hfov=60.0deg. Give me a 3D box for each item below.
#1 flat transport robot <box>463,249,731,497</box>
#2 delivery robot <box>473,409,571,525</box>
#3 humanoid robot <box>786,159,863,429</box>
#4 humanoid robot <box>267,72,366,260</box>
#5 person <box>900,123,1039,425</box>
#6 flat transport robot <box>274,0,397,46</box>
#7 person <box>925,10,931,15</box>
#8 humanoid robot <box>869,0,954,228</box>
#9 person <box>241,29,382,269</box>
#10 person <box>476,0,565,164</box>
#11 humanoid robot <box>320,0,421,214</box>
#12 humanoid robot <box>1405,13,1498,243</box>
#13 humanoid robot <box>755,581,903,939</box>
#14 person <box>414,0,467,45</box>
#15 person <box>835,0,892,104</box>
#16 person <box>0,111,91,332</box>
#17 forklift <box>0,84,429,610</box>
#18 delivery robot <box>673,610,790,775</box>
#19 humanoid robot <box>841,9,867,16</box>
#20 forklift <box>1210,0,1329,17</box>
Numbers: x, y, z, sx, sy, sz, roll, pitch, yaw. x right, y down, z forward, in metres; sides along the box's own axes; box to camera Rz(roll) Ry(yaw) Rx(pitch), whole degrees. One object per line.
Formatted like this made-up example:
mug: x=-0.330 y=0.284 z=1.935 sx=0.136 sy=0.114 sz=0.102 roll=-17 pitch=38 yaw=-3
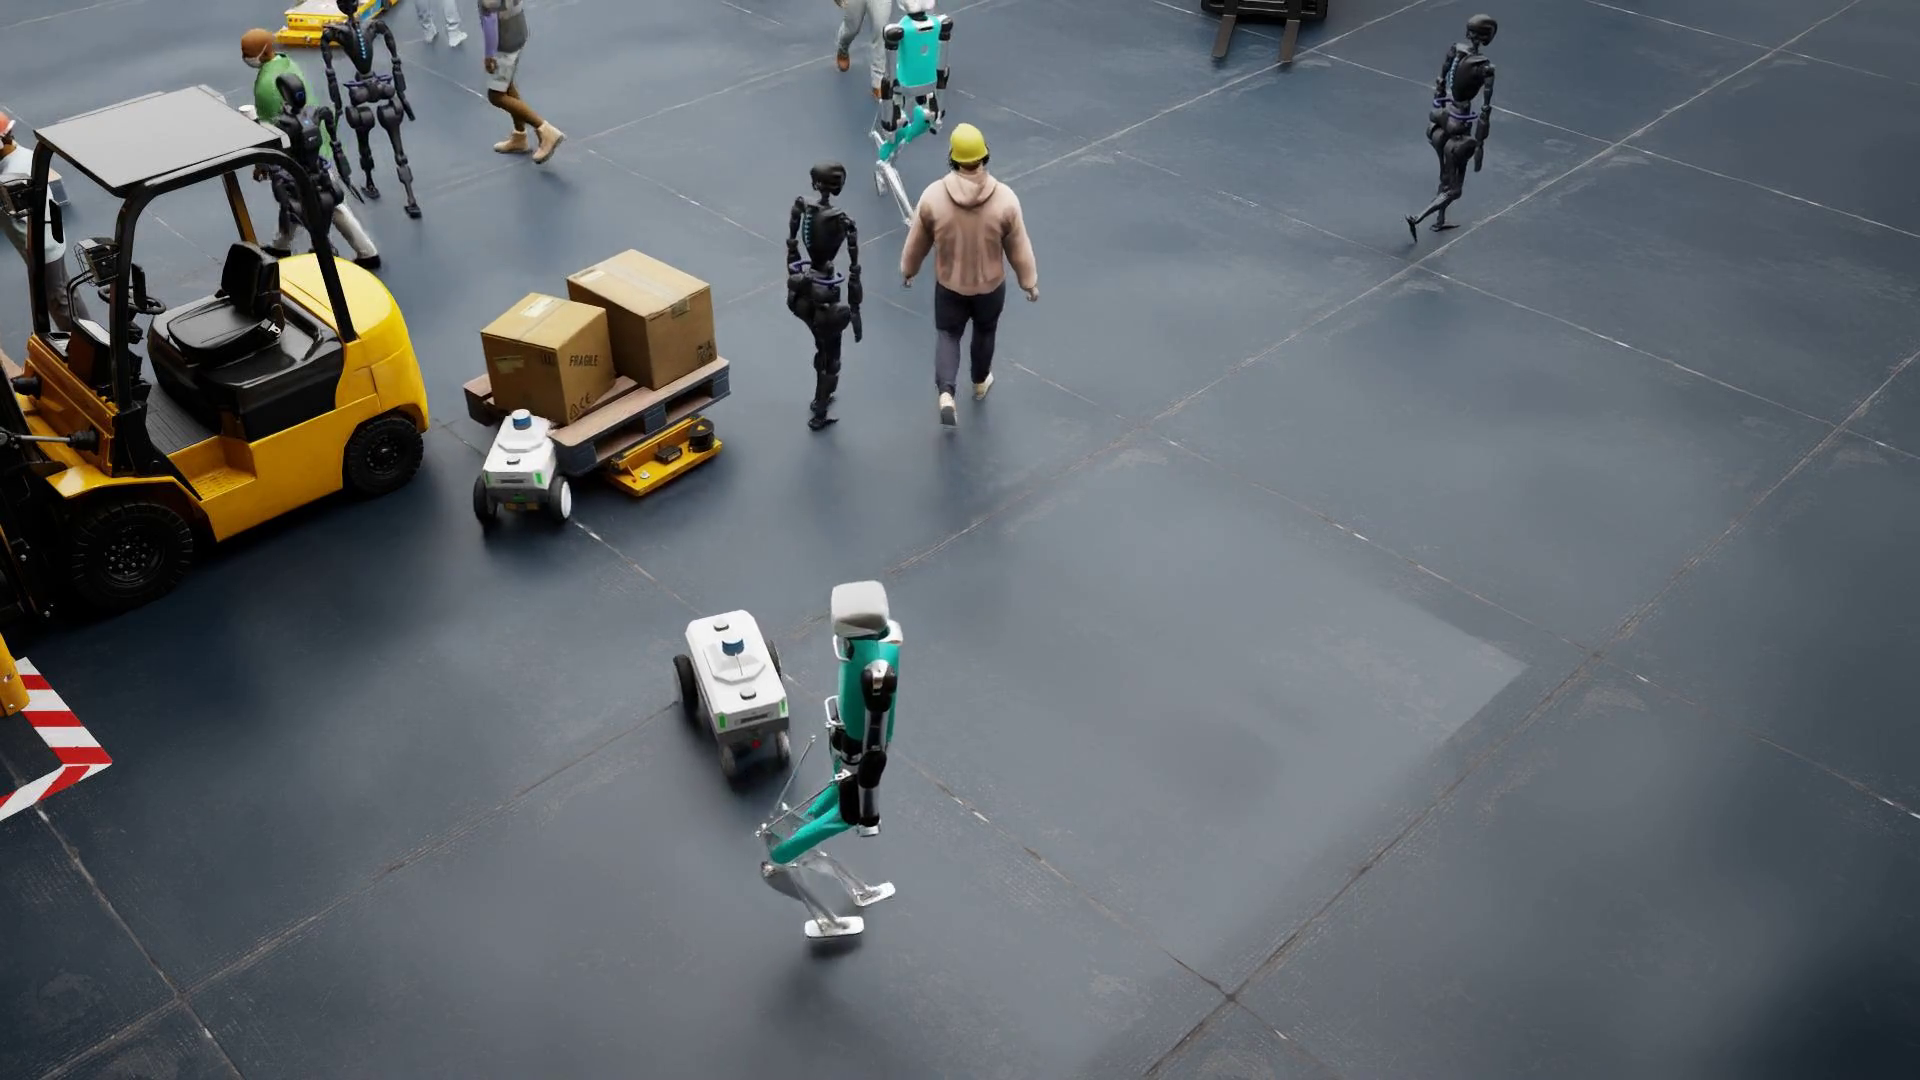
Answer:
flat transport robot: x=-2.146 y=-0.723 z=9.965 sx=1.431 sy=0.231 sz=0.659 roll=27 pitch=45 yaw=32
delivery robot: x=-2.433 y=-0.440 z=9.351 sx=0.505 sy=0.599 sz=0.770 roll=1 pitch=37 yaw=1
humanoid robot: x=-0.816 y=-1.434 z=9.753 sx=0.611 sy=1.643 sz=0.388 roll=27 pitch=44 yaw=31
humanoid robot: x=-4.248 y=-2.303 z=10.940 sx=0.707 sy=1.623 sz=0.600 roll=25 pitch=43 yaw=29
person: x=0.053 y=-1.544 z=9.752 sx=0.826 sy=1.837 sz=0.780 roll=4 pitch=37 yaw=5
flat transport robot: x=-5.852 y=-5.005 z=15.697 sx=0.659 sy=0.231 sz=1.431 roll=4 pitch=37 yaw=6
person: x=-0.401 y=-4.793 z=14.171 sx=0.627 sy=1.740 sz=0.555 roll=24 pitch=43 yaw=29
humanoid robot: x=-0.482 y=-3.156 z=12.026 sx=0.549 sy=1.789 sz=0.918 roll=-21 pitch=42 yaw=-26
person: x=-4.546 y=-2.629 z=11.306 sx=0.952 sy=1.727 sz=0.542 roll=-5 pitch=37 yaw=-7
person: x=-3.433 y=-3.820 z=12.667 sx=0.583 sy=2.007 sz=0.666 roll=-2 pitch=37 yaw=-3
humanoid robot: x=-4.309 y=-3.208 z=12.161 sx=0.584 sy=1.607 sz=0.770 roll=-22 pitch=42 yaw=-26
humanoid robot: x=3.427 y=-2.896 z=11.715 sx=0.613 sy=1.639 sz=0.612 roll=-14 pitch=39 yaw=-18
humanoid robot: x=-0.569 y=0.945 z=6.506 sx=0.735 sy=1.788 sz=0.531 roll=-6 pitch=37 yaw=-9
person: x=-4.786 y=-5.391 z=14.854 sx=0.590 sy=1.927 sz=0.415 roll=-2 pitch=37 yaw=-3
person: x=-0.802 y=-4.689 z=13.908 sx=0.643 sy=1.905 sz=0.833 roll=-12 pitch=39 yaw=-16
person: x=-5.674 y=-1.819 z=10.200 sx=0.345 sy=1.741 sz=0.574 roll=-12 pitch=38 yaw=-15
forklift: x=-4.145 y=-1.093 z=8.856 sx=2.313 sy=2.155 sz=1.214 roll=-31 pitch=47 yaw=-34
delivery robot: x=-1.059 y=0.677 z=7.868 sx=0.499 sy=0.614 sz=0.818 roll=-12 pitch=39 yaw=-16
humanoid robot: x=-0.948 y=-5.725 z=15.425 sx=0.660 sy=1.783 sz=0.538 roll=7 pitch=37 yaw=10
forklift: x=3.106 y=-6.400 z=15.960 sx=1.214 sy=2.155 sz=2.313 roll=8 pitch=37 yaw=10
